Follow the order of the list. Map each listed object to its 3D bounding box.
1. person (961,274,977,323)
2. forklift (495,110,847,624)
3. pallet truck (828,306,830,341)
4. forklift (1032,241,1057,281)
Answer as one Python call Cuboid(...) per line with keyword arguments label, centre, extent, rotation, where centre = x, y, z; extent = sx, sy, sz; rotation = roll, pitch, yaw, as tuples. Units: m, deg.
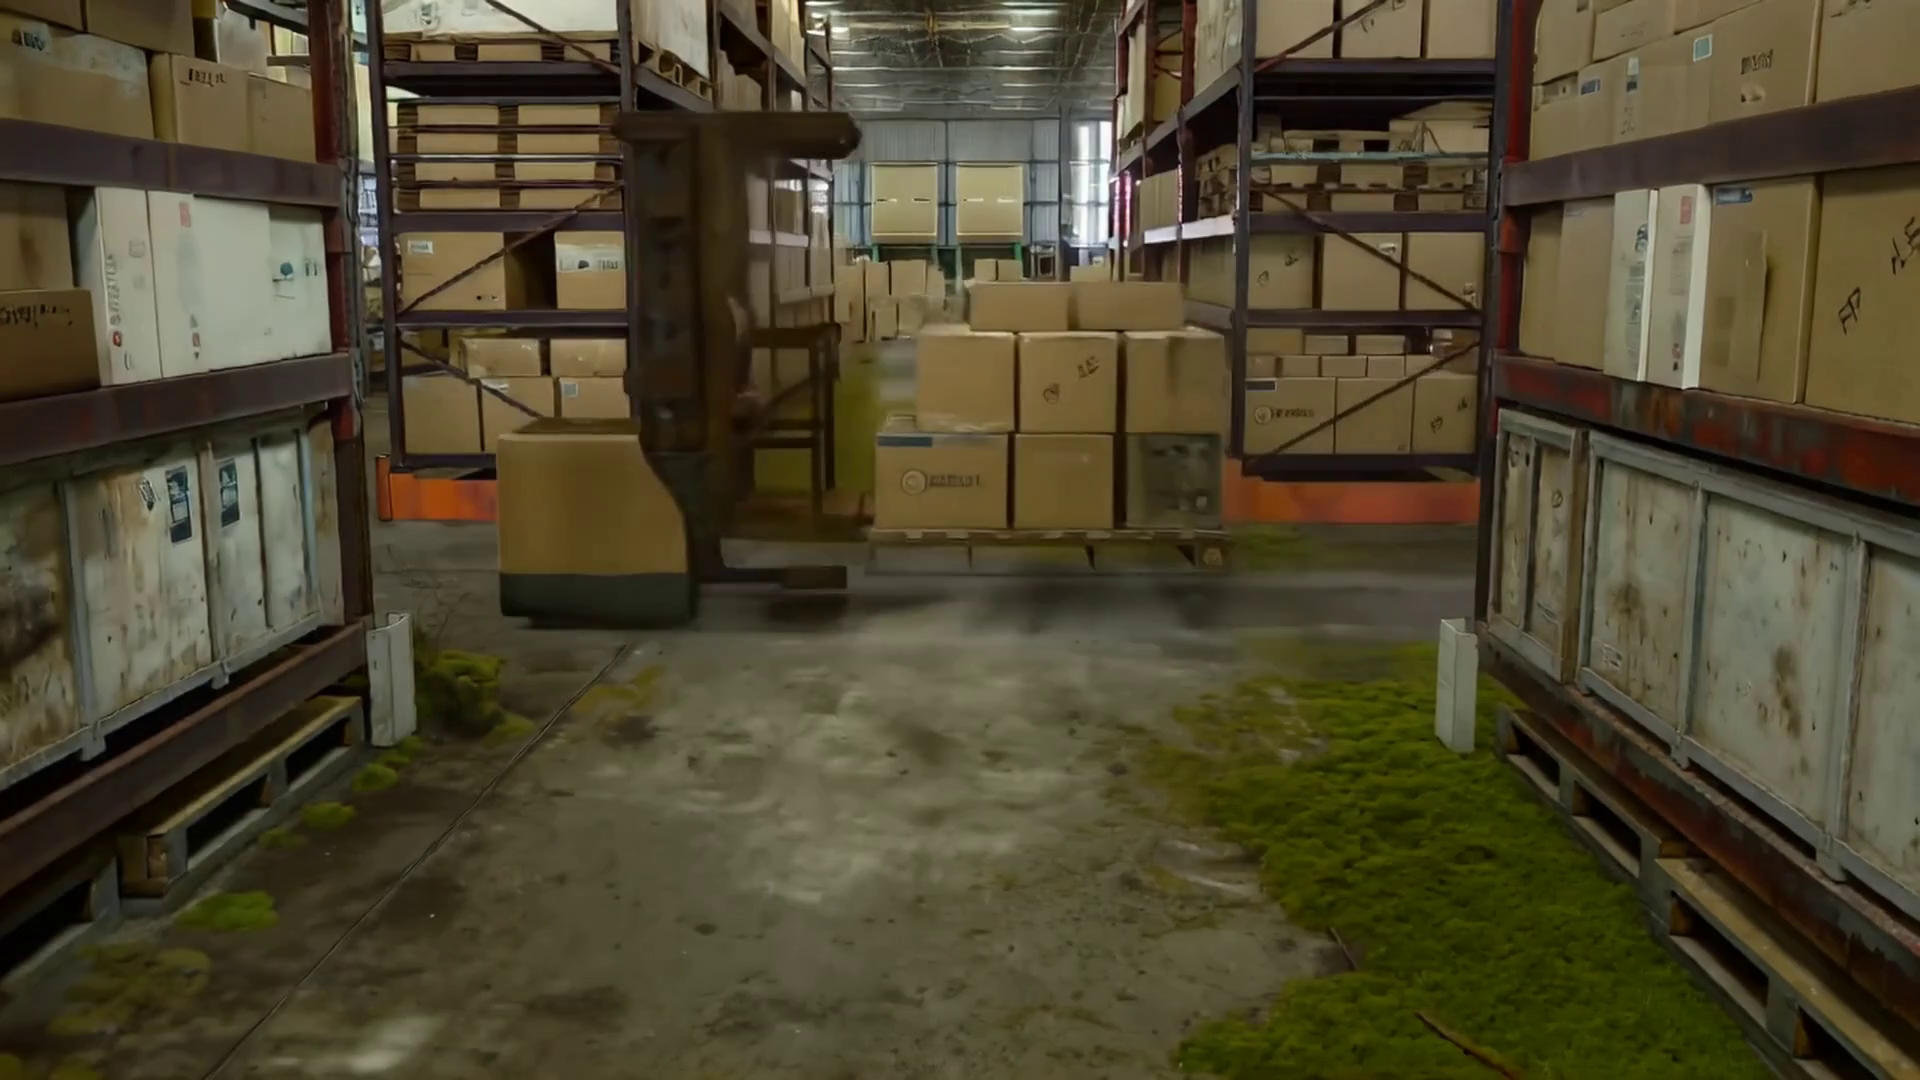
Cuboid(label="person", centre=(0.191, -3.773, 29.341), extent=(0.607, 1.820, 0.641), rotation=(7, 12, 36))
Cuboid(label="forklift", centre=(-1.627, -0.986, 9.472), extent=(1.873, 2.768, 1.129), rotation=(0, 9, 0))
Cuboid(label="pallet truck", centre=(-3.100, -3.940, 29.800), extent=(1.885, 1.965, 0.823), rotation=(3, 10, 19))
Cuboid(label="forklift", centre=(3.206, -9.939, 63.097), extent=(1.129, 2.768, 1.873), rotation=(0, 9, 1))
